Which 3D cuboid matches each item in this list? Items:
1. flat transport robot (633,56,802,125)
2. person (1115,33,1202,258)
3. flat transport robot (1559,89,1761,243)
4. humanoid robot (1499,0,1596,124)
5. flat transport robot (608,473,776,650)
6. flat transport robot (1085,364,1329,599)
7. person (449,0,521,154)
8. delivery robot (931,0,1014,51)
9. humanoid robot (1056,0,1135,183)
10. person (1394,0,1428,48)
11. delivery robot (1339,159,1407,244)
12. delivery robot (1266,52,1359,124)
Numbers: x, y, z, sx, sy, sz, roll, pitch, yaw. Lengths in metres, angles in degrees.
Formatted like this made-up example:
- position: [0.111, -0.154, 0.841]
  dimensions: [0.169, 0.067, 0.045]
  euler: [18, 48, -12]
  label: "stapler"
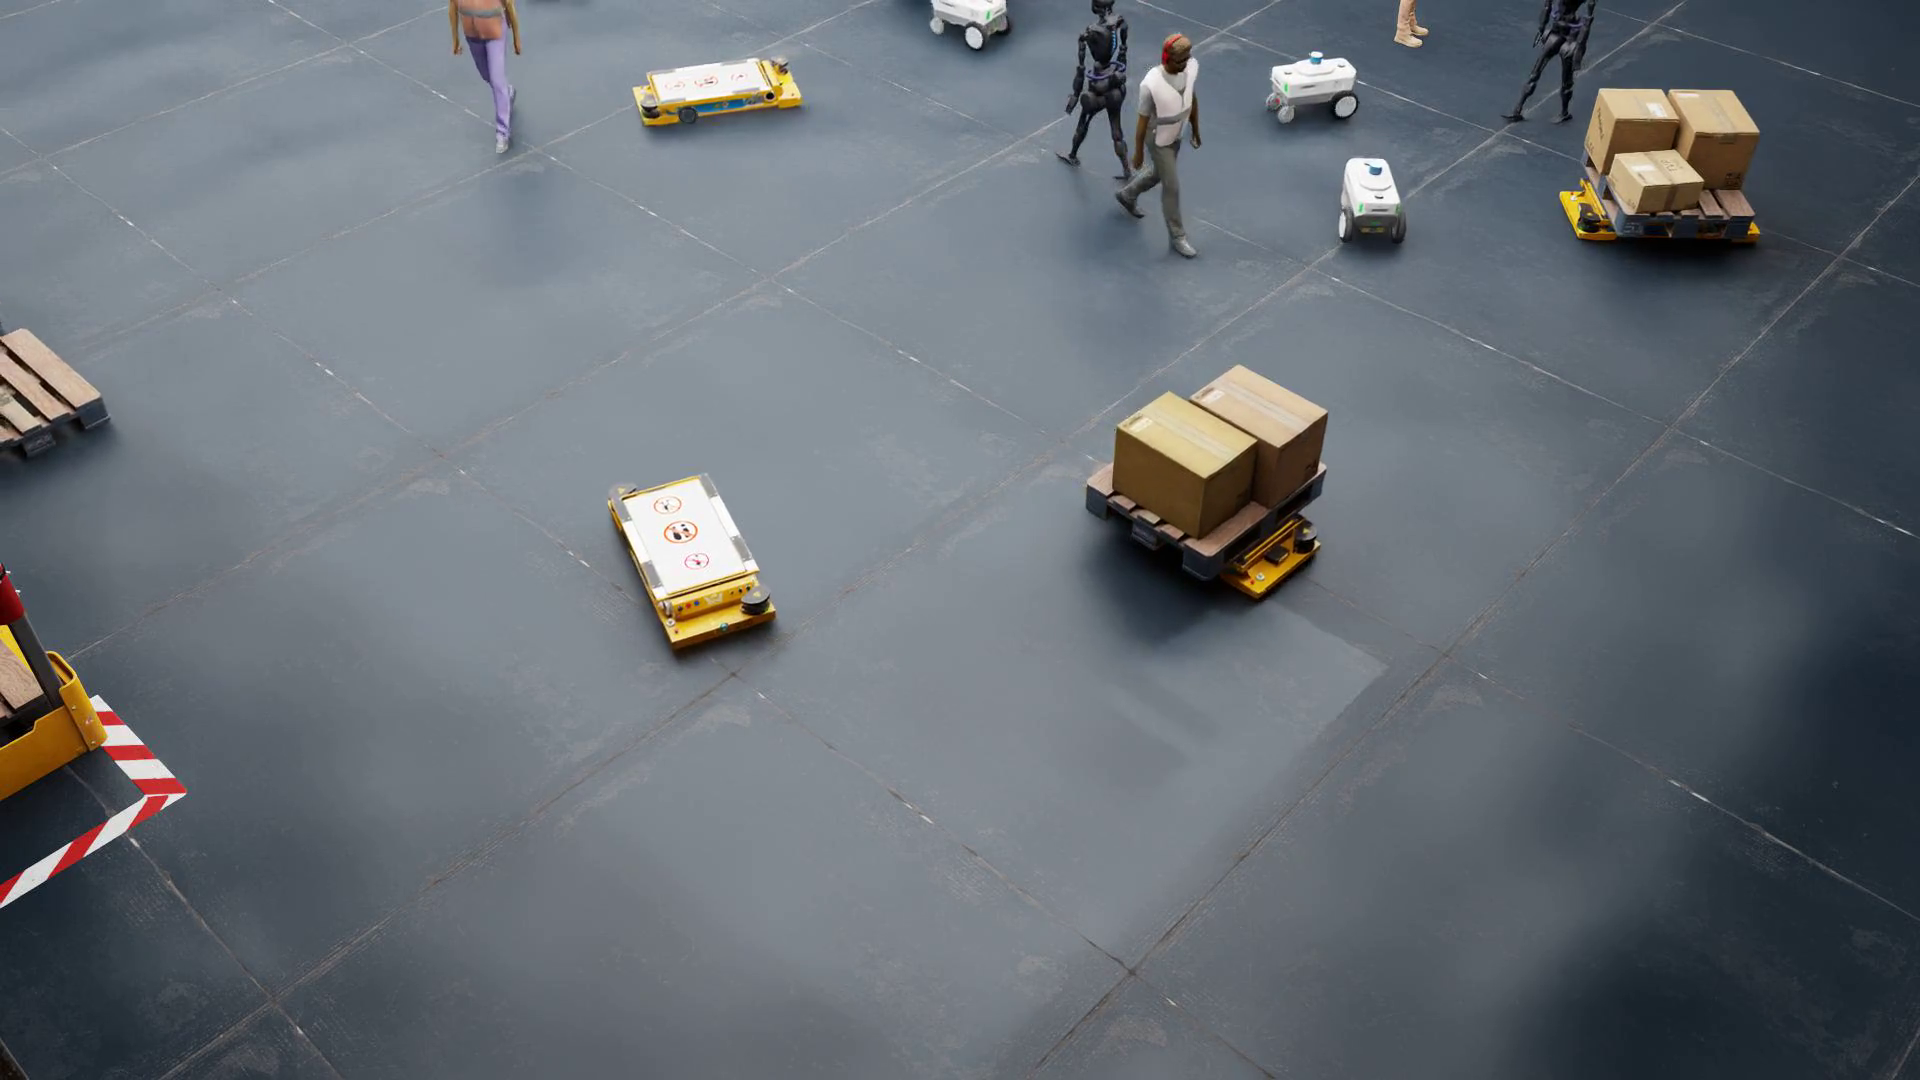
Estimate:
- position: [-2.201, -4.059, 15.037]
  dimensions: [1.431, 0.231, 0.659]
  euler: [-11, 43, -12]
  label: "flat transport robot"
- position: [1.545, -3.118, 12.859]
  dimensions: [0.877, 1.801, 0.617]
  euler: [32, 51, 30]
  label: "person"
- position: [5.672, -2.668, 13.492]
  dimensions: [1.431, 0.231, 0.659]
  euler: [1, 42, 1]
  label: "flat transport robot"
- position: [5.159, -4.322, 14.300]
  dimensions: [0.725, 1.628, 0.586]
  euler: [-19, 45, -20]
  label: "humanoid robot"
- position: [-1.707, 0.079, 10.438]
  dimensions: [0.659, 0.231, 1.431]
  euler: [-17, 45, -18]
  label: "flat transport robot"
- position: [1.555, -0.177, 10.723]
  dimensions: [0.659, 0.231, 1.431]
  euler: [-34, 52, -32]
  label: "flat transport robot"
- position: [-4.029, -4.325, 14.188]
  dimensions: [0.567, 1.819, 0.889]
  euler: [6, 42, 7]
  label: "person"
- position: [0.106, -5.072, 15.951]
  dimensions: [0.779, 0.597, 0.499]
  euler: [26, 48, 26]
  label: "delivery robot"
- position: [1.161, -3.751, 13.682]
  dimensions: [0.601, 1.617, 0.817]
  euler: [-29, 49, -28]
  label: "humanoid robot"
- position: [4.362, -5.511, 15.553]
  dimensions: [0.320, 1.738, 0.481]
  euler: [19, 45, 20]
  label: "person"
- position: [3.302, -2.740, 13.360]
  dimensions: [0.499, 0.597, 0.779]
  euler: [1, 42, 1]
  label: "delivery robot"
- position: [3.153, -4.048, 14.817]
  dimensions: [0.801, 0.602, 0.499]
  euler: [-10, 43, -11]
  label: "delivery robot"
